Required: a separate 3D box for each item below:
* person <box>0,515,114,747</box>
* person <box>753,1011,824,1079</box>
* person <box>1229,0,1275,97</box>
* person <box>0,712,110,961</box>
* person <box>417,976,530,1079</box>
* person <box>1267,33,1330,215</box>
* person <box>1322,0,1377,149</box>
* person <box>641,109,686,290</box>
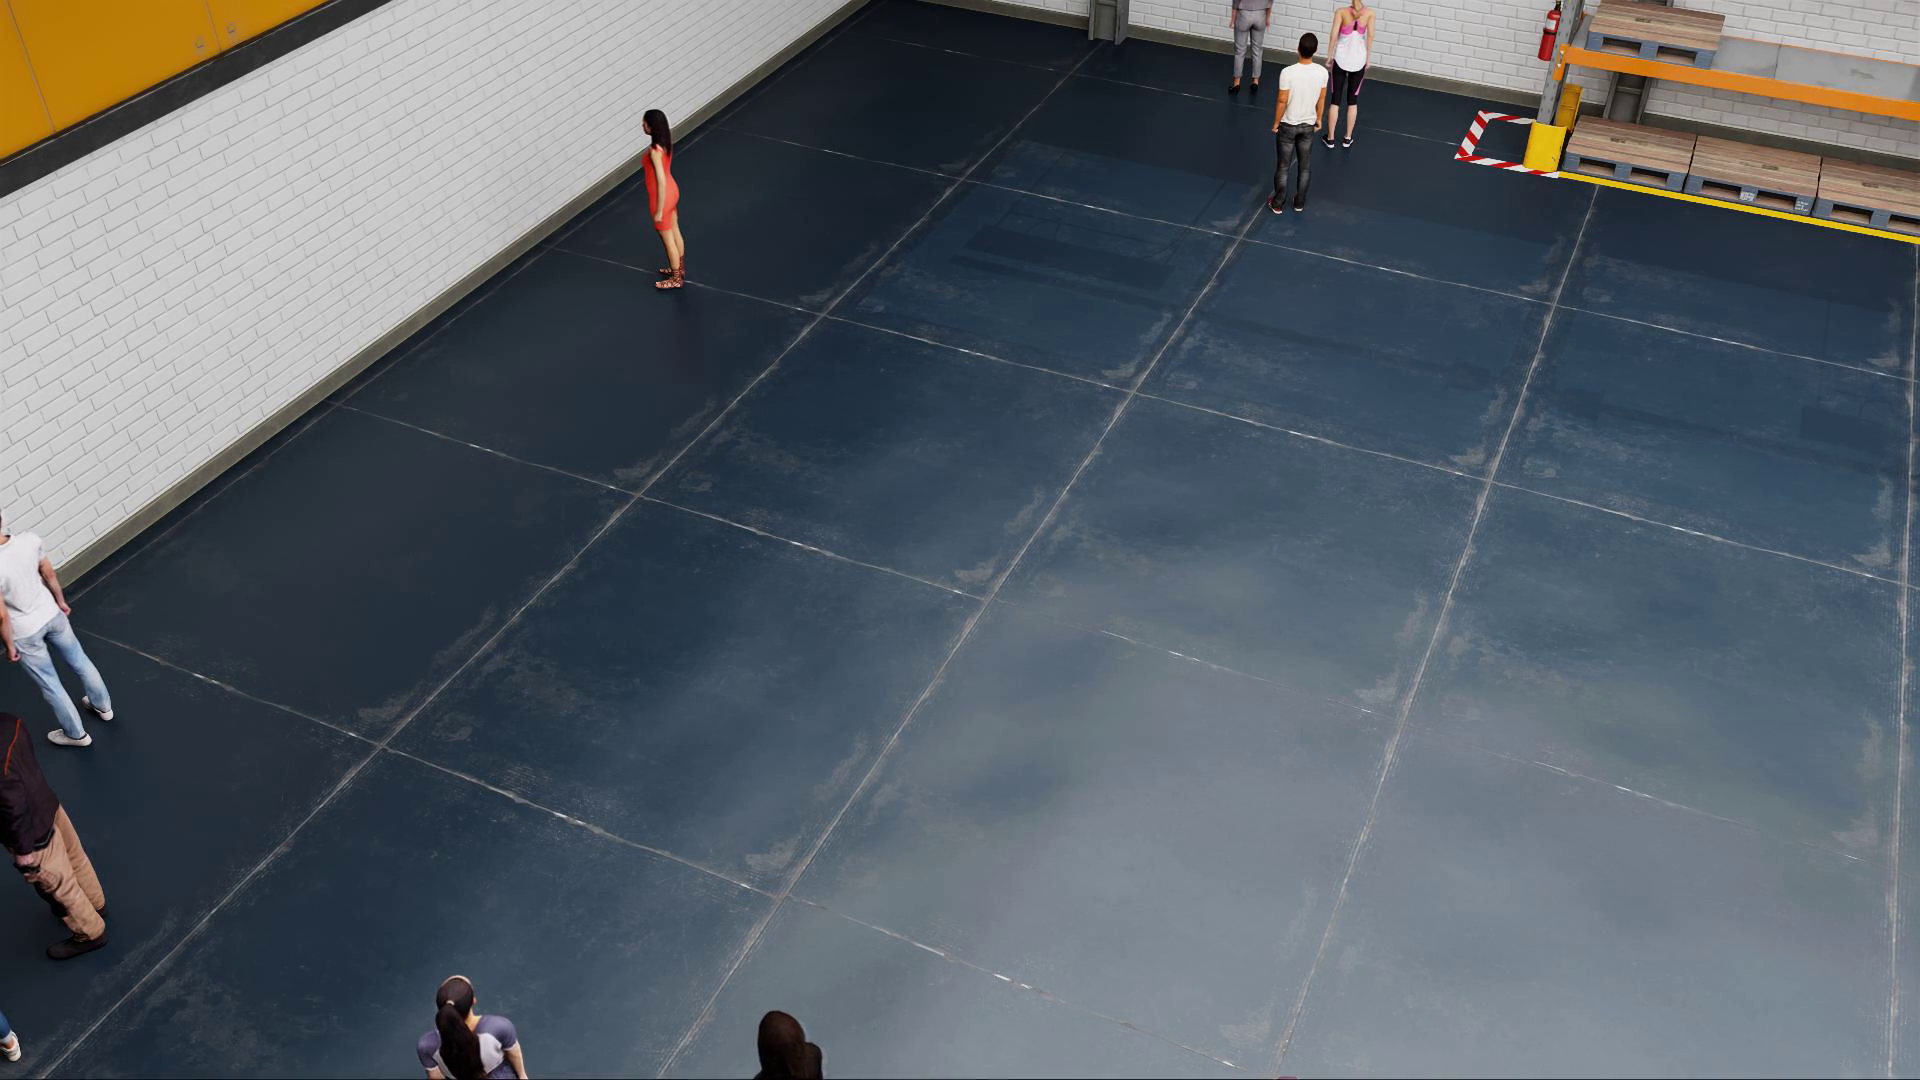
[{"bbox_3d":[-5.793,0.524,10.416,0.564,1.850,0.677,12,40,15],"label":"person"},{"bbox_3d":[-0.769,2.767,7.776,0.589,1.641,0.636,27,46,30],"label":"person"},{"bbox_3d":[3.215,-5.753,18.414,0.692,1.677,0.787,-4,39,-5],"label":"person"},{"bbox_3d":[-5.077,1.537,9.089,0.830,1.924,0.791,-9,40,-12],"label":"person"},{"bbox_3d":[-2.265,2.632,7.936,0.657,1.651,0.727,-11,40,-13],"label":"person"},{"bbox_3d":[3.283,-4.055,16.187,0.665,1.804,0.778,-5,39,-7],"label":"person"},{"bbox_3d":[4.053,-4.965,17.340,0.581,1.788,0.729,3,39,3],"label":"person"},{"bbox_3d":[-2.676,-3.082,15.036,0.635,1.719,0.662,2,39,3],"label":"person"}]
